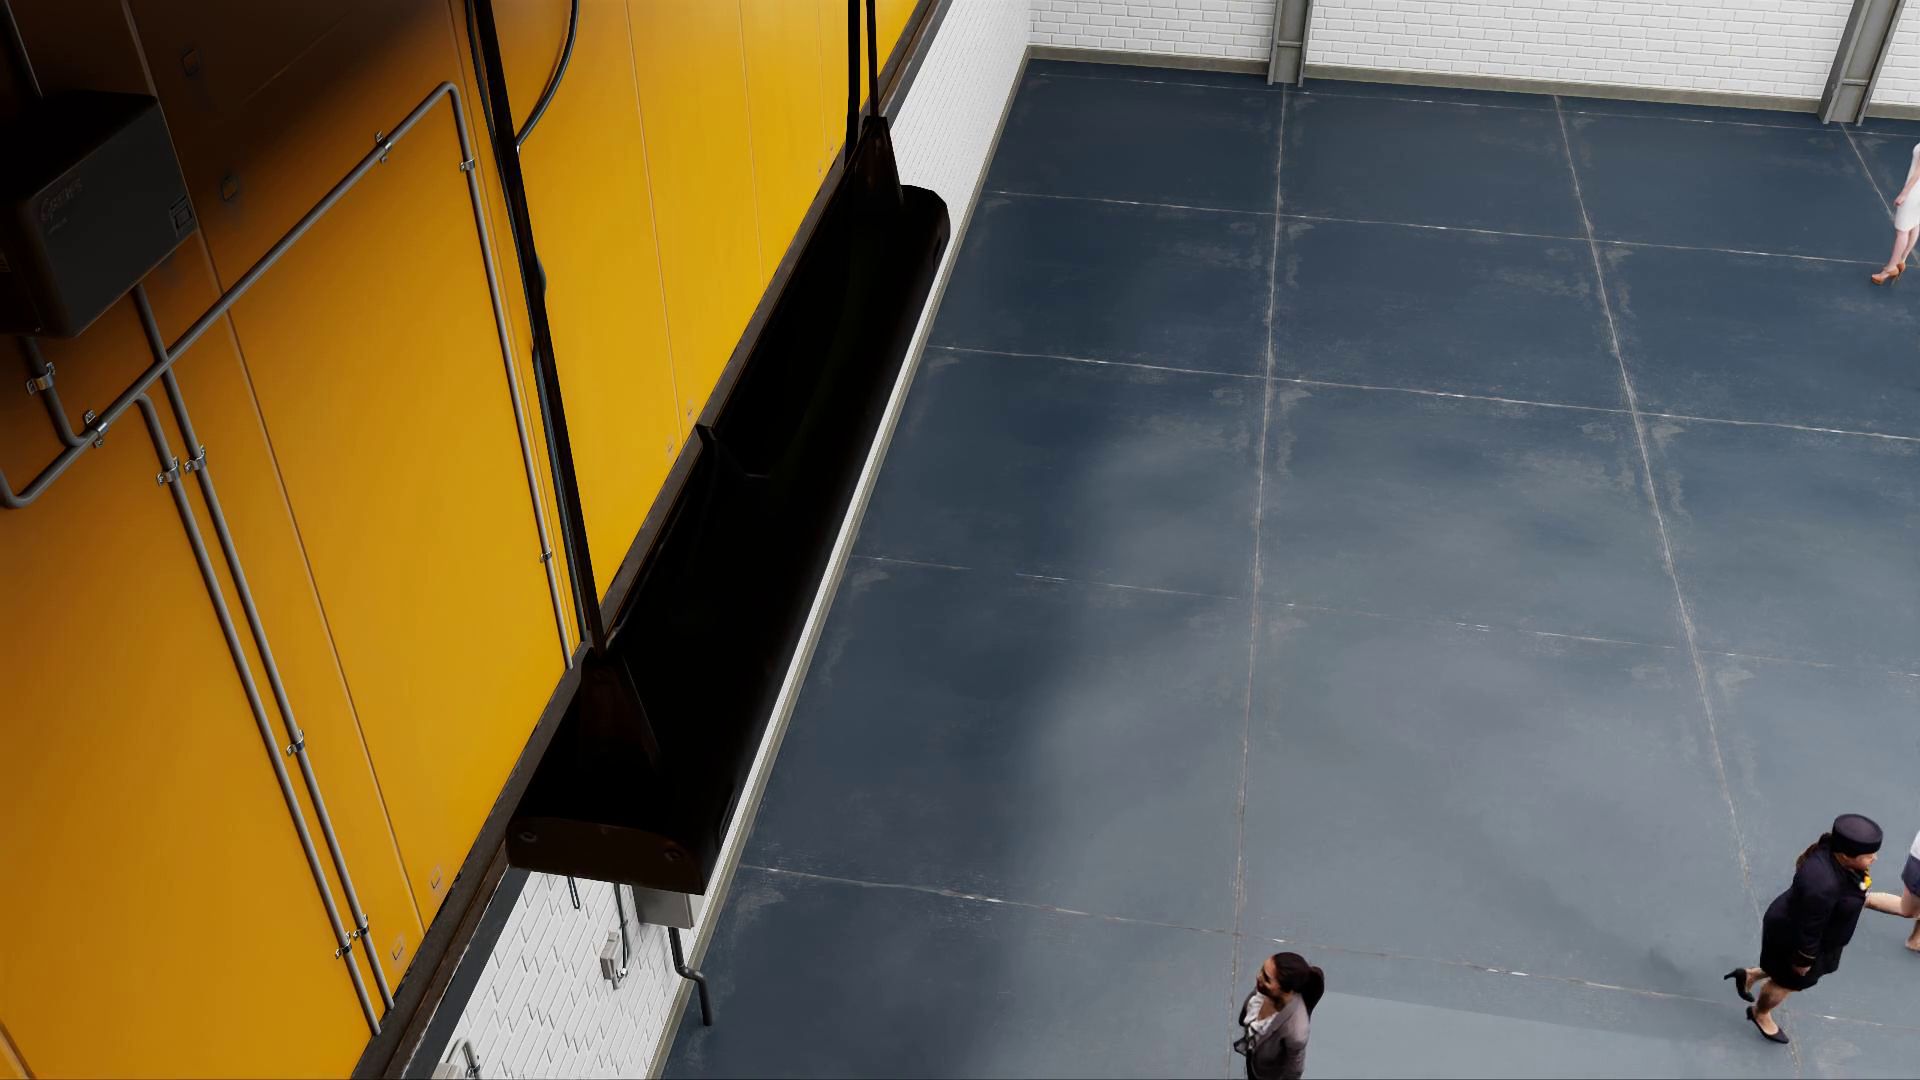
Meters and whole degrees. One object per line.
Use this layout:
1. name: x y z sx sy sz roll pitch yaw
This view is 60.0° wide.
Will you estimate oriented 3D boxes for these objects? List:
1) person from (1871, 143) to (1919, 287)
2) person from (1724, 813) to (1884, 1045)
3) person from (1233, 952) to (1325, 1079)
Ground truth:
1. person: 8.586 -3.110 14.895 0.633 1.791 0.681 -26 45 -29
2. person: 4.317 1.980 8.625 0.872 1.662 0.844 28 46 31
3. person: 1.492 2.524 7.932 0.671 1.677 0.686 -5 39 -6
